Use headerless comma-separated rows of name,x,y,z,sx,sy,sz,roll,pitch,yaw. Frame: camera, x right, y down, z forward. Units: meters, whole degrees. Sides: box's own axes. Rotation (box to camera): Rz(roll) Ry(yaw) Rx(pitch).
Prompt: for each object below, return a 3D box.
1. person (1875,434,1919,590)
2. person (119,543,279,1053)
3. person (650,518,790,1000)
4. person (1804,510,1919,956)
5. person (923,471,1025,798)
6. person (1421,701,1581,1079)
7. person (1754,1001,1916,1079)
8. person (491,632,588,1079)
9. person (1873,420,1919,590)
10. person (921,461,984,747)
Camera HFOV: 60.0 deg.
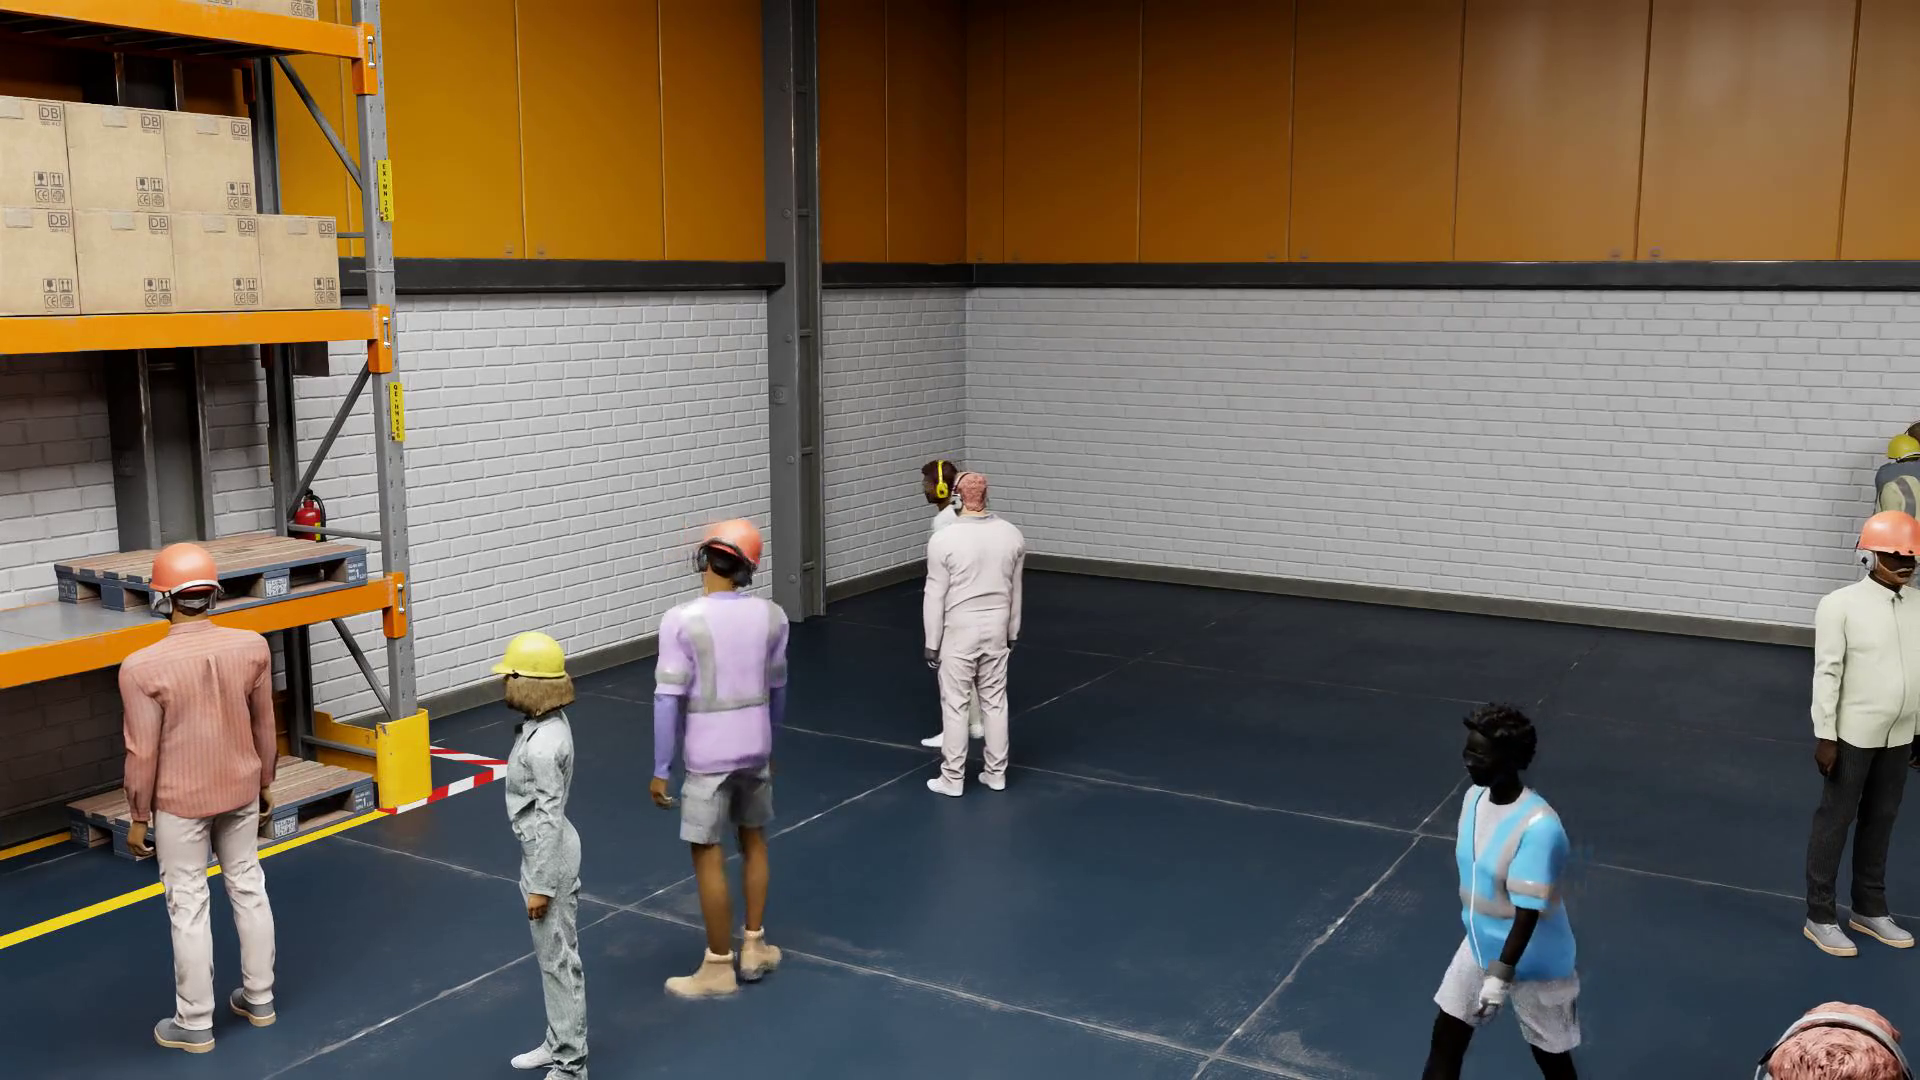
person,7.088,0.116,12.559,0.592,1.829,0.404,-5,10,-30
person,-2.972,0.999,6.527,0.381,1.994,0.619,6,11,35
person,-1.001,0.921,7.043,0.679,1.995,0.466,-8,12,-42
person,4.080,0.853,7.440,0.612,1.995,0.377,-3,10,-17
person,0.061,0.547,9.670,0.646,1.897,0.398,-5,11,-31
person,1.699,1.352,5.377,0.850,1.653,0.549,-3,9,-16
person,1.356,1.667,2.680,0.636,1.899,0.402,8,12,41
person,-1.539,1.191,6.106,0.289,1.746,0.487,-2,9,-15
person,7.203,0.065,12.556,0.627,1.934,0.371,2,9,13
person,-0.031,0.418,10.651,0.412,1.852,0.640,3,10,18
